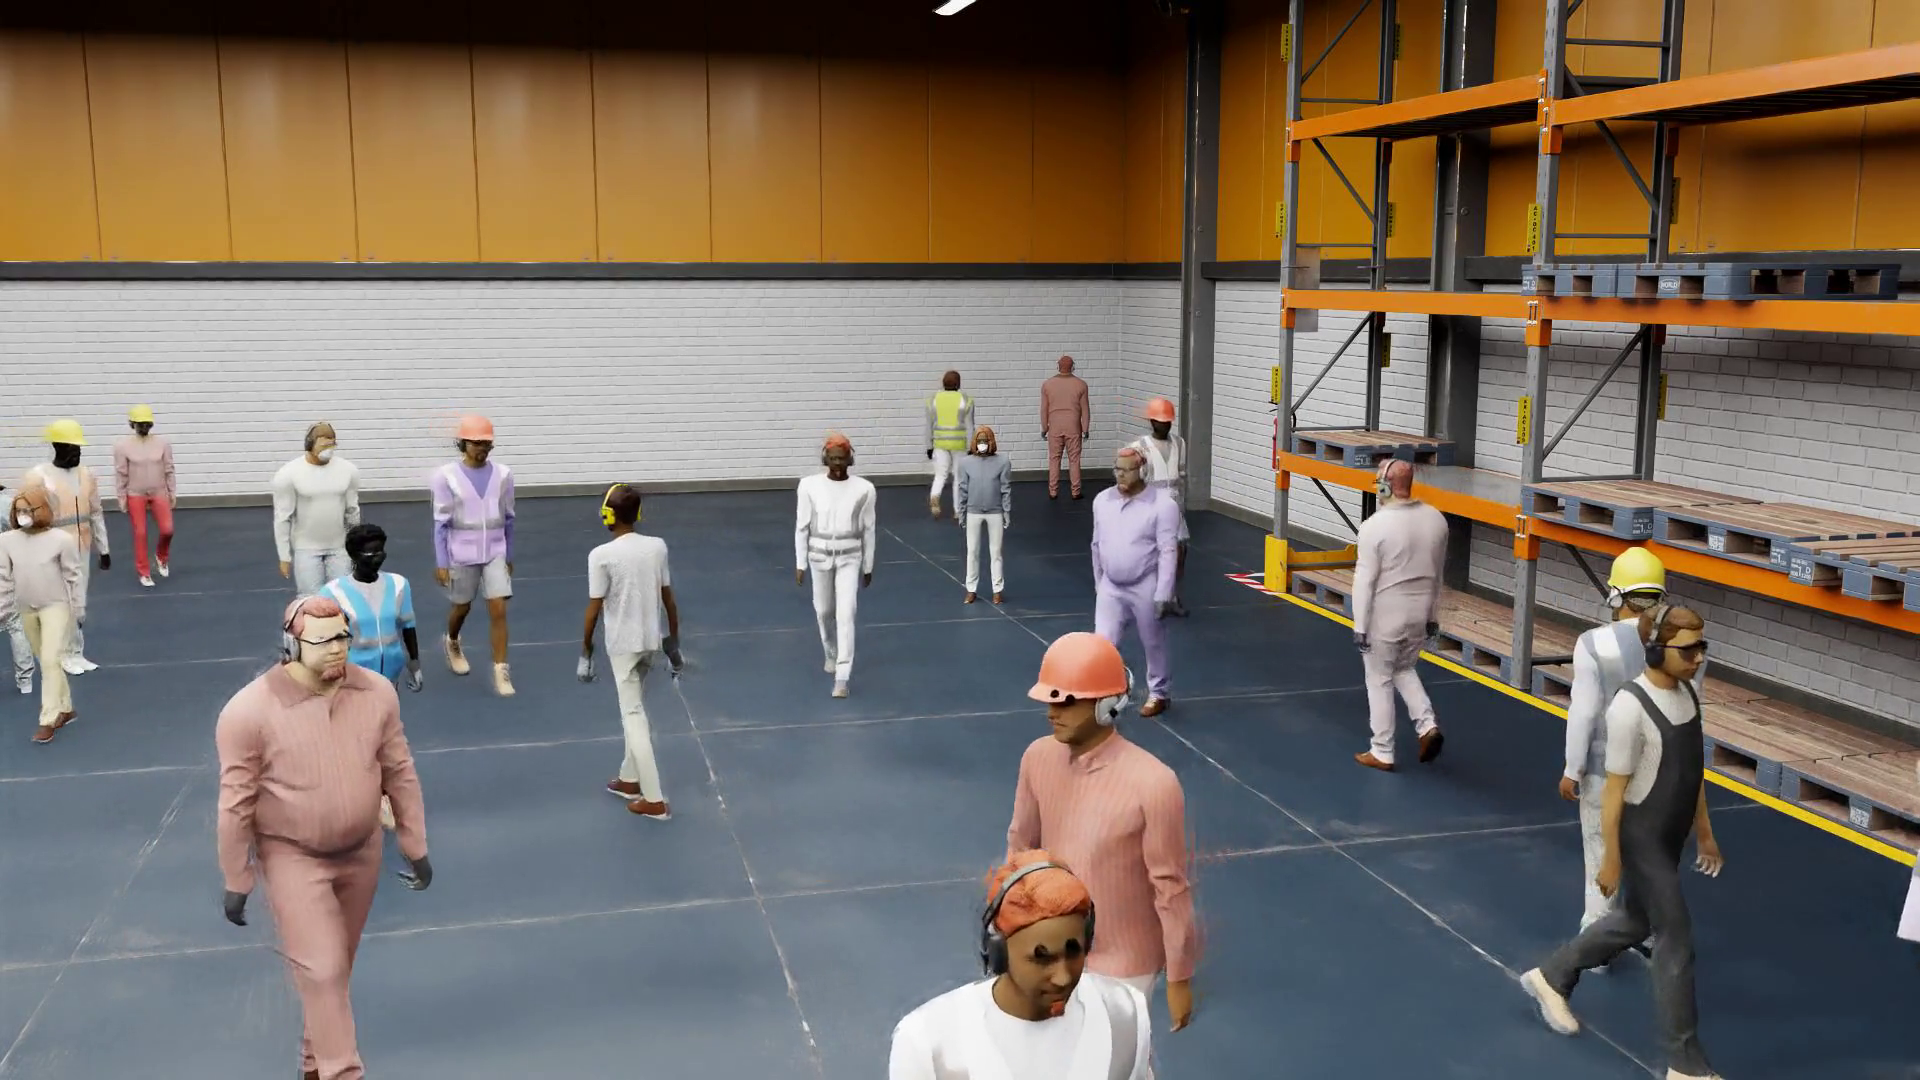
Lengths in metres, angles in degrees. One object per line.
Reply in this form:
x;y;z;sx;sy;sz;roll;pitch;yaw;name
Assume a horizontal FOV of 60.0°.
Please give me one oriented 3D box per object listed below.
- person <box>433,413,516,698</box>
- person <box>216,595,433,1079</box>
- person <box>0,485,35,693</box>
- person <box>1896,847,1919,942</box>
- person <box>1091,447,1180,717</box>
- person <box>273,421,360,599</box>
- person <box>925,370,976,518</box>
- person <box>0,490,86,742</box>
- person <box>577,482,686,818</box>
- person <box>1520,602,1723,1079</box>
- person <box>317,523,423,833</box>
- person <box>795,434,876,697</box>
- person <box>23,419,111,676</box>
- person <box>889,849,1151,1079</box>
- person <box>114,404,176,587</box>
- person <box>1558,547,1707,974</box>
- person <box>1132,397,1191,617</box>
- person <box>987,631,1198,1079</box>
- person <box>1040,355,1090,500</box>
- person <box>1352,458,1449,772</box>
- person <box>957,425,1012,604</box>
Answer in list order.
-3.498;0.076;11.972;0.614;2.016;0.985;-6;11;-33;person
-2.126;1.128;5.771;0.864;1.872;0.680;7;11;37;person
-6.825;0.250;11.687;0.312;1.744;0.487;8;12;42;person
3.022;1.252;4.943;0.486;1.898;0.617;1;9;7;person
1.120;0.312;10.950;0.668;1.851;0.989;6;11;32;person
-4.719;0.078;12.259;0.421;1.917;0.646;9;12;43;person
-0.124;-1.139;20.116;0.631;1.823;0.694;3;9;16;person
-5.932;0.486;10.647;0.506;1.602;0.785;0;9;1;person
-1.882;0.596;9.216;0.776;1.840;0.554;8;12;40;person
2.522;1.100;6.192;0.526;1.816;0.896;-9;13;-43;person
-3.225;0.715;9.099;0.892;1.643;0.538;8;12;41;person
-0.888;0.144;12.057;0.572;1.850;0.969;0;9;2;person
-6.589;0.057;12.365;0.501;1.908;0.603;3;10;18;person
0.136;1.532;3.292;0.584;1.862;0.664;-2;9;-15;person
-7.761;-0.428;15.879;0.526;1.757;0.404;-6;11;-35;person
2.845;0.939;7.108;0.603;1.830;0.404;-1;9;-9;person
1.756;-0.263;14.338;0.586;1.918;0.615;-4;10;-22;person
0.348;1.227;4.975;1.024;1.934;0.645;-7;12;-38;person
1.395;-1.482;21.990;0.655;1.906;0.407;2;9;11;person
2.603;0.458;9.914;0.660;1.890;0.484;-4;10;-26;person
0.220;-0.227;15.036;0.493;1.624;0.280;1;9;4;person
